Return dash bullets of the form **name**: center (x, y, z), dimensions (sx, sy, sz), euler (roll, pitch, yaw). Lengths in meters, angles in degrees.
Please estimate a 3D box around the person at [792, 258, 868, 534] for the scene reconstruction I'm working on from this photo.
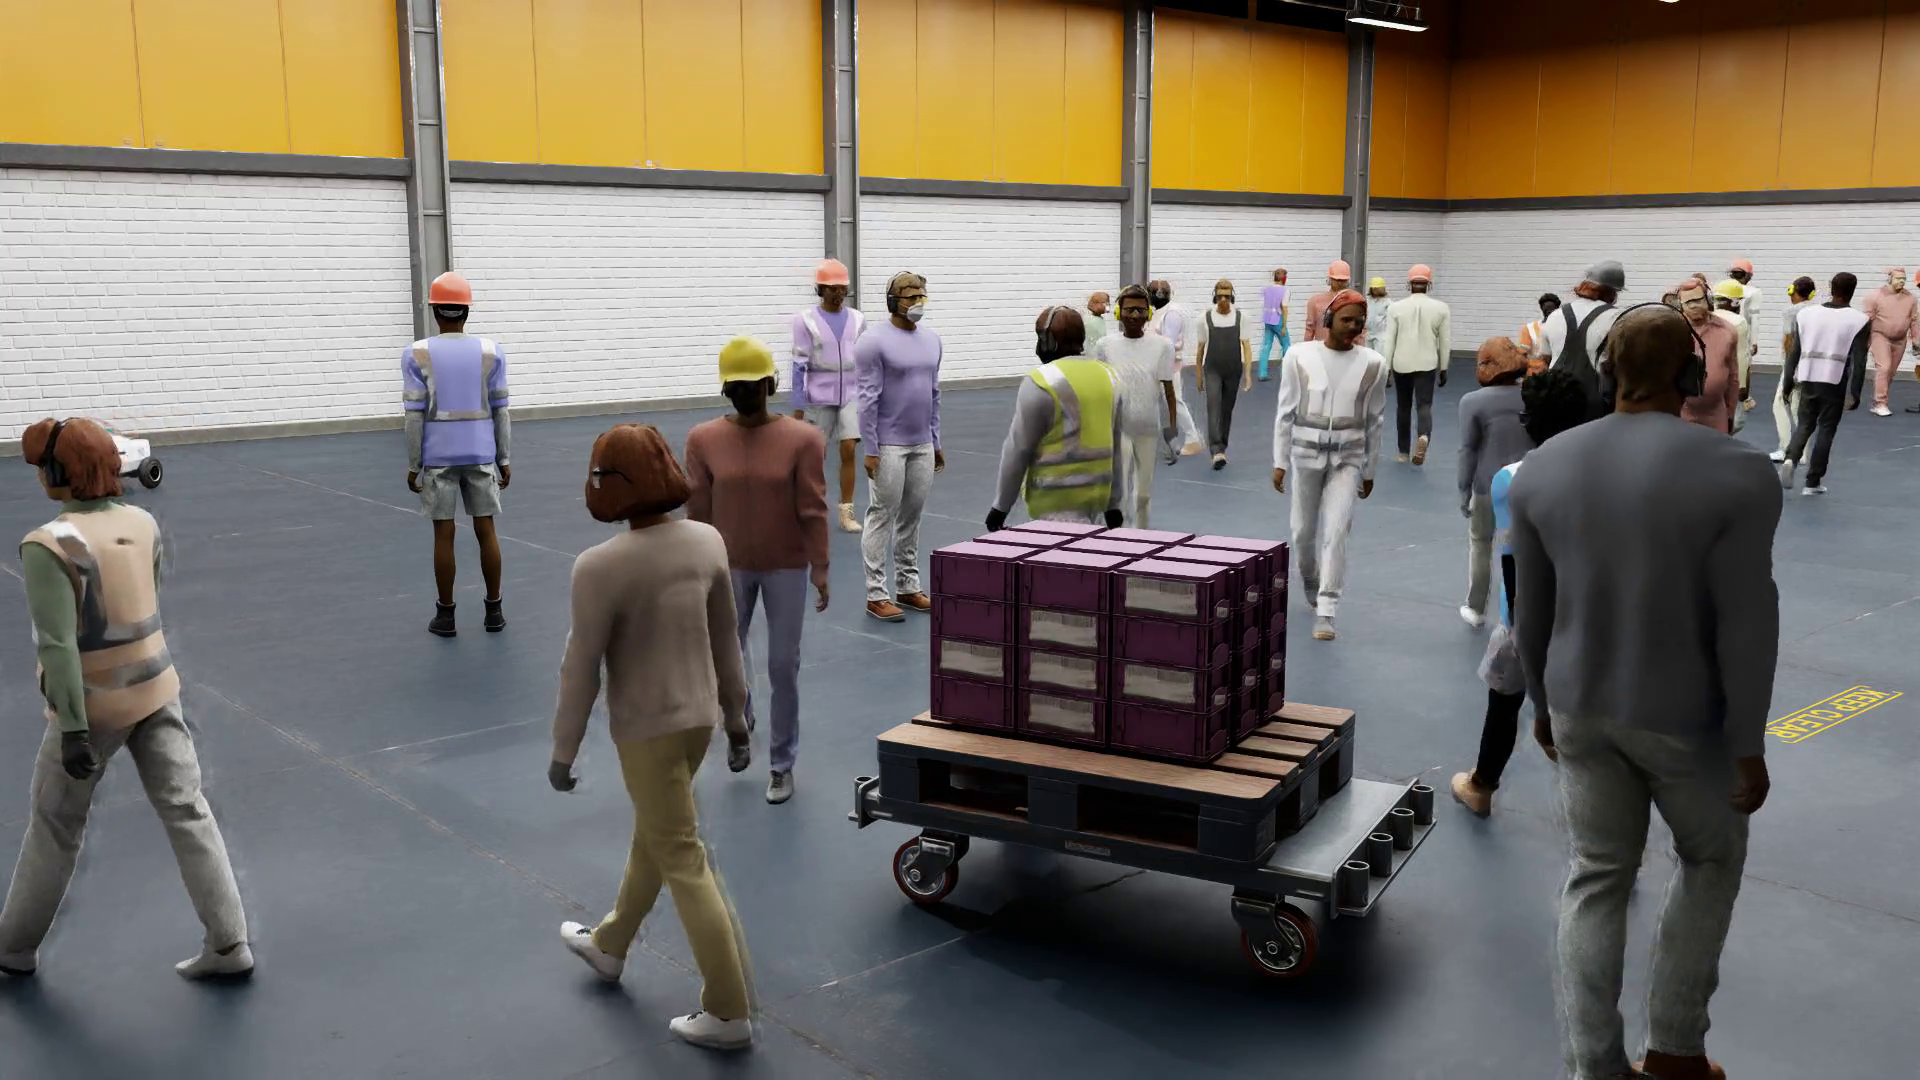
- **person**: center (-0.989, -1.079, 12.373), dimensions (0.611, 2.016, 0.876), euler (-5, 11, -27)

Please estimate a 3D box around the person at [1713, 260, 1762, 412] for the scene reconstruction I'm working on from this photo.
- **person**: center (9.937, -2.588, 21.296), dimensions (0.621, 1.973, 1.097), euler (9, 14, 44)

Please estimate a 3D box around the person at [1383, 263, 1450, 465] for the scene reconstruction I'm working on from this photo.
- **person**: center (4.411, -1.684, 16.065), dimensions (0.626, 1.965, 0.831), euler (2, 10, 14)

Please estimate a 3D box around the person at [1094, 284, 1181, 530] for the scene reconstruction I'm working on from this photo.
- **person**: center (1.090, -0.637, 10.245), dimensions (0.541, 1.847, 0.662), euler (0, 10, 0)

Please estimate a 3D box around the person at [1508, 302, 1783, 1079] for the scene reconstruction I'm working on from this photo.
- **person**: center (1.603, 0.409, 3.909), dimensions (0.573, 1.912, 0.650), euler (-9, 13, -43)

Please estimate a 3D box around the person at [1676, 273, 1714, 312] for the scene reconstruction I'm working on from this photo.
- **person**: center (9.485, -2.606, 21.935), dimensions (0.598, 1.798, 0.679), euler (-6, 12, -33)

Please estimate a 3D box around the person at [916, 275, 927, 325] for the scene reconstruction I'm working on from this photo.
- **person**: center (-0.427, -1.527, 15.452), dimensions (0.495, 1.853, 0.512), euler (-4, 10, -21)

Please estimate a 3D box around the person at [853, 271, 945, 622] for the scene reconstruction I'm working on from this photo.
- **person**: center (-0.321, -0.527, 9.321), dimensions (0.379, 1.940, 0.629), euler (9, 13, 42)

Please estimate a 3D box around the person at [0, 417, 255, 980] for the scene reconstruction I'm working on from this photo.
- **person**: center (-2.379, 0.457, 4.586), dimensions (0.872, 1.590, 0.537), euler (2, 10, 13)

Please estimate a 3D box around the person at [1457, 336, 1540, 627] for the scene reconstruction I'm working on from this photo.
- **person**: center (2.862, -0.267, 8.778), dimensions (0.531, 1.596, 0.812), euler (1, 10, 7)

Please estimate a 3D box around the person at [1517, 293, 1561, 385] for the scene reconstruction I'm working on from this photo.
- **person**: center (5.963, -1.695, 16.978), dimensions (0.538, 1.663, 0.827), euler (3, 10, 16)

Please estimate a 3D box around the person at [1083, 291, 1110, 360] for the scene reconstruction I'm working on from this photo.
- **person**: center (1.526, -1.998, 18.831), dimensions (0.371, 1.621, 0.548), euler (4, 10, 20)

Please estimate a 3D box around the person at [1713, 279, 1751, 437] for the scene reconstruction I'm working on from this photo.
- **person**: center (6.888, -1.457, 15.117), dimensions (0.491, 1.815, 0.611), euler (-2, 10, -14)

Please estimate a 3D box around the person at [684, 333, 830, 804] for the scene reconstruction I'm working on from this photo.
- **person**: center (-0.752, 0.105, 6.176), dimensions (0.544, 1.749, 0.439), euler (0, 10, 0)

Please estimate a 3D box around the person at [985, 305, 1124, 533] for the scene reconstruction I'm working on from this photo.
- **person**: center (0.437, -0.177, 7.703), dimensions (0.946, 1.792, 0.635), euler (8, 12, 38)

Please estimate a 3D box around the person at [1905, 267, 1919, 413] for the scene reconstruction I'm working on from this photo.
- **person**: center (12.519, -2.571, 21.410), dimensions (0.588, 1.903, 0.530), euler (-7, 12, -34)

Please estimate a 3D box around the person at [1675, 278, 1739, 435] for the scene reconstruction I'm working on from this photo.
- **person**: center (5.157, -0.913, 11.780), dimensions (0.651, 1.876, 0.594), euler (0, 10, -1)

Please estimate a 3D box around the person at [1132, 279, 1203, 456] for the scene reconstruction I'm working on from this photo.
- **person**: center (2.040, -1.724, 16.774), dimensions (0.937, 1.795, 0.625), euler (-4, 10, -20)

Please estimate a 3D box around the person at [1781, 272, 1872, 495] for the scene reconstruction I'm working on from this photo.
- **person**: center (7.251, -1.301, 13.983), dimensions (0.556, 1.890, 0.639), euler (-9, 13, -42)

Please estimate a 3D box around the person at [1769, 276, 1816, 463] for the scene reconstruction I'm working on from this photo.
- **person**: center (8.196, -1.666, 16.319), dimensions (0.598, 1.828, 0.450), euler (-5, 11, -25)

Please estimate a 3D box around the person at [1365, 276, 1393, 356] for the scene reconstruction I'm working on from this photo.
- **person**: center (6.215, -3.062, 24.784), dimensions (0.490, 1.723, 0.607), euler (7, 12, 37)

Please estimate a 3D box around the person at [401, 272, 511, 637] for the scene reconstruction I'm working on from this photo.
- **person**: center (-2.680, -0.451, 8.880), dimensions (0.552, 1.937, 0.356), euler (-5, 11, -26)

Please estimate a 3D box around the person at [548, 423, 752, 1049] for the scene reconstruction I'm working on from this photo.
- **person**: center (-0.847, 0.493, 4.352), dimensions (0.839, 1.588, 0.520), euler (6, 11, 32)

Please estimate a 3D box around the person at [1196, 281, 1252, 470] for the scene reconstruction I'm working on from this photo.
- **person**: center (2.527, -1.575, 15.903), dimensions (0.524, 1.782, 1.002), euler (0, 10, 1)

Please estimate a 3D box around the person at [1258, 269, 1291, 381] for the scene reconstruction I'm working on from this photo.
- **person**: center (5.200, -3.478, 26.982), dimensions (0.890, 1.808, 0.583), euler (-7, 12, -37)

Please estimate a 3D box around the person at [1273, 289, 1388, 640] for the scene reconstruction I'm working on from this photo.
- **person**: center (1.996, -0.435, 9.043), dimensions (0.596, 1.858, 0.828), euler (2, 10, 10)

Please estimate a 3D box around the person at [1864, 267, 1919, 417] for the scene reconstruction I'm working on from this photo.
- **person**: center (11.788, -2.483, 20.958), dimensions (0.646, 1.877, 0.836), euler (0, 10, -3)

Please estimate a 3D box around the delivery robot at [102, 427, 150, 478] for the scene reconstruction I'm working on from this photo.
- **delivery robot**: center (-7.296, -0.728, 14.269), dimensions (0.477, 0.478, 0.707), euler (1, 10, 9)

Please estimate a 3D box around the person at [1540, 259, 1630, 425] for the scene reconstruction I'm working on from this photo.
- **person**: center (4.455, -1.022, 11.922), dimensions (0.723, 2.000, 0.714), euler (-8, 13, -40)

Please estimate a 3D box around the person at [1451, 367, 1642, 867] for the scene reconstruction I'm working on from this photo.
- **person**: center (2.036, 0.246, 5.640), dimensions (0.529, 1.649, 0.926), euler (-1, 10, -9)

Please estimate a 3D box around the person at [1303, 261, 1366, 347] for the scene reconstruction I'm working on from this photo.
- **person**: center (3.887, -1.902, 17.273), dimensions (0.647, 1.968, 0.600), euler (2, 10, 11)

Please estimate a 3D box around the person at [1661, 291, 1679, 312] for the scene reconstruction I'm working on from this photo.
- **person**: center (7.904, -1.958, 18.575), dimensions (0.522, 1.640, 0.306), euler (6, 11, 30)
